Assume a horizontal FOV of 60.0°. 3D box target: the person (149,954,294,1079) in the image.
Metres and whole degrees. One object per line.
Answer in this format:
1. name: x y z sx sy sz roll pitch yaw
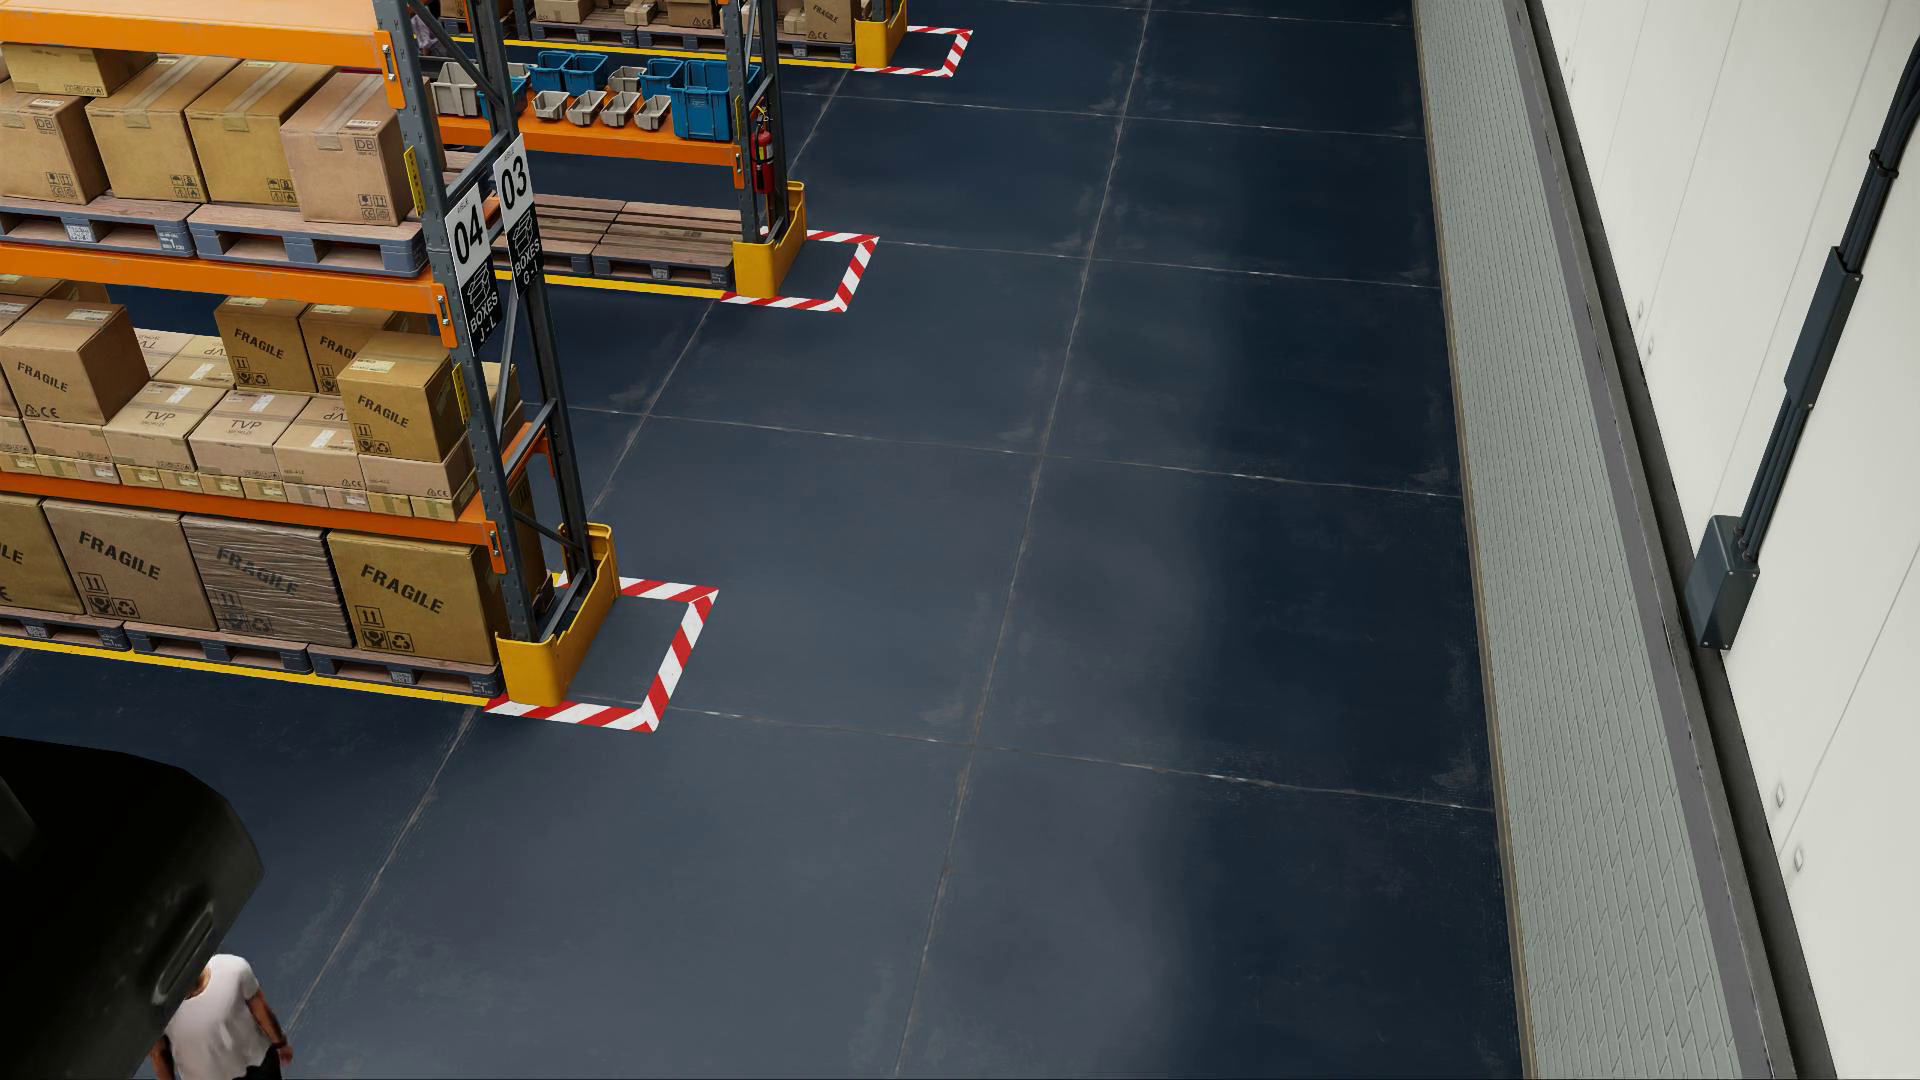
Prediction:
1. person: -3.176 2.162 7.129 0.919 1.702 0.992 -29 47 -32

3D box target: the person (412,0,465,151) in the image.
1. person: -4.909 -4.526 15.653 0.526 1.733 0.605 4 38 6
